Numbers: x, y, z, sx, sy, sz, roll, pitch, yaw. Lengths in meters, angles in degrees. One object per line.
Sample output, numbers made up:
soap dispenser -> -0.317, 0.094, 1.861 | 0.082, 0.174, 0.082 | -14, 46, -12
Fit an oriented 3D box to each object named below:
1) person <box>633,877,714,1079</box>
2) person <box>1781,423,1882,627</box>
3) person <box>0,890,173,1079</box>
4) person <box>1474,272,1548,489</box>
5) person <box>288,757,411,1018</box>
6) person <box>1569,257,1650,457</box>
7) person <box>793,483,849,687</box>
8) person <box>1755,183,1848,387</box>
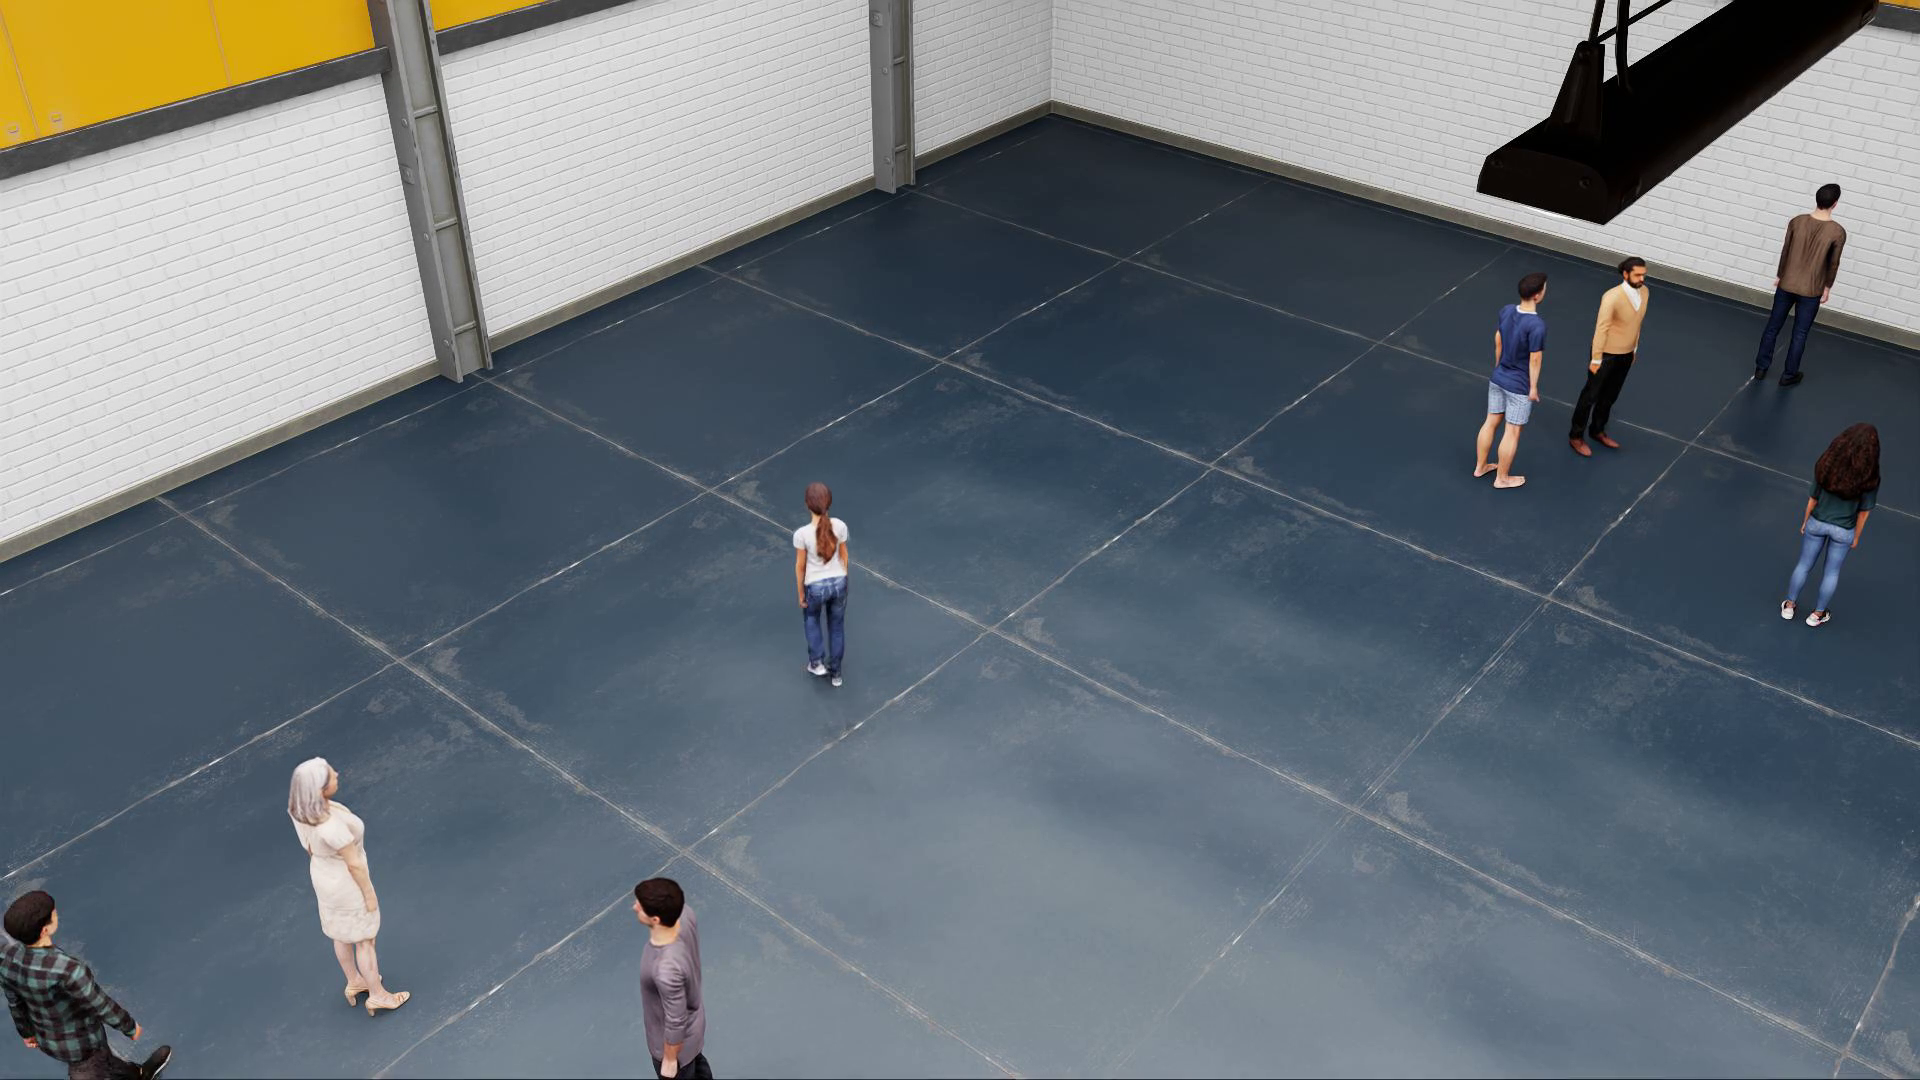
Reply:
person -> -1.357, 2.315, 7.998 | 0.797, 1.853, 0.723 | -1, 34, -2
person -> 6.220, -0.111, 11.861 | 0.595, 1.617, 0.589 | 23, 40, 31
person -> -4.372, 2.428, 8.059 | 0.900, 1.686, 1.095 | 12, 35, 18
person -> 4.464, -1.290, 13.426 | 0.682, 1.850, 0.699 | -17, 37, -23
person -> -3.266, 1.846, 8.809 | 0.609, 1.736, 0.560 | 21, 39, 29
person -> 5.464, -1.561, 13.921 | 0.645, 1.753, 0.797 | -17, 37, -23
person -> -0.893, 0.344, 11.242 | 0.653, 1.545, 0.717 | -8, 34, -12
person -> 7.535, -2.290, 14.896 | 0.647, 1.887, 0.549 | 26, 42, 34
